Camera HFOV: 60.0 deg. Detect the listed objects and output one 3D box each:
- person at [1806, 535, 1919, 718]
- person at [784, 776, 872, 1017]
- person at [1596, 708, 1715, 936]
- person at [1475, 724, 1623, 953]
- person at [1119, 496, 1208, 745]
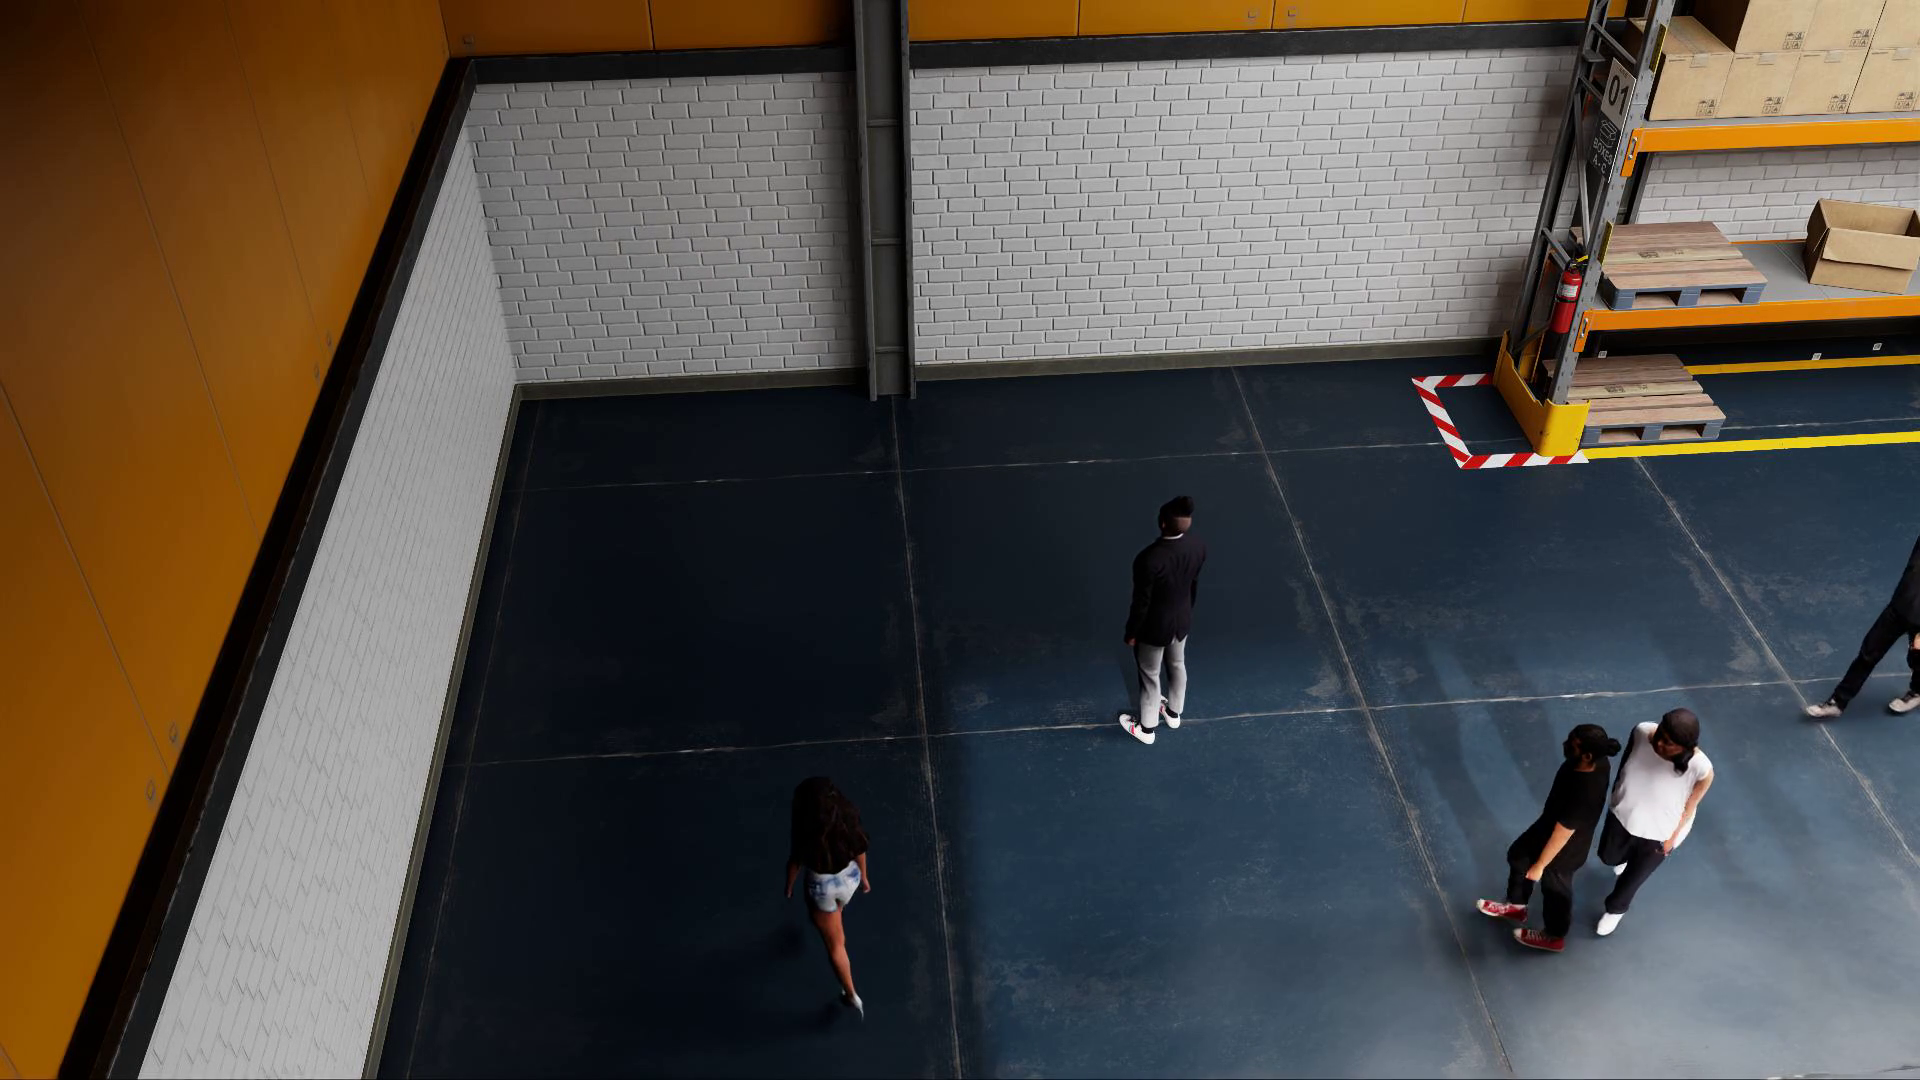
[{"bbox_3d":[6.240,0.493,10.727,1.195,1.718,0.819,-12,40,-15],"label":"person"},{"bbox_3d":[-0.667,1.960,9.005,1.035,1.575,0.922,-20,43,-23],"label":"person"},{"bbox_3d":[3.937,1.544,9.447,0.975,1.673,0.893,-28,46,-30],"label":"person"},{"bbox_3d":[3.423,1.682,9.219,0.891,1.742,0.826,13,40,15],"label":"person"},{"bbox_3d":[1.299,0.486,10.550,0.725,1.950,0.858,-23,44,-26],"label":"person"}]
